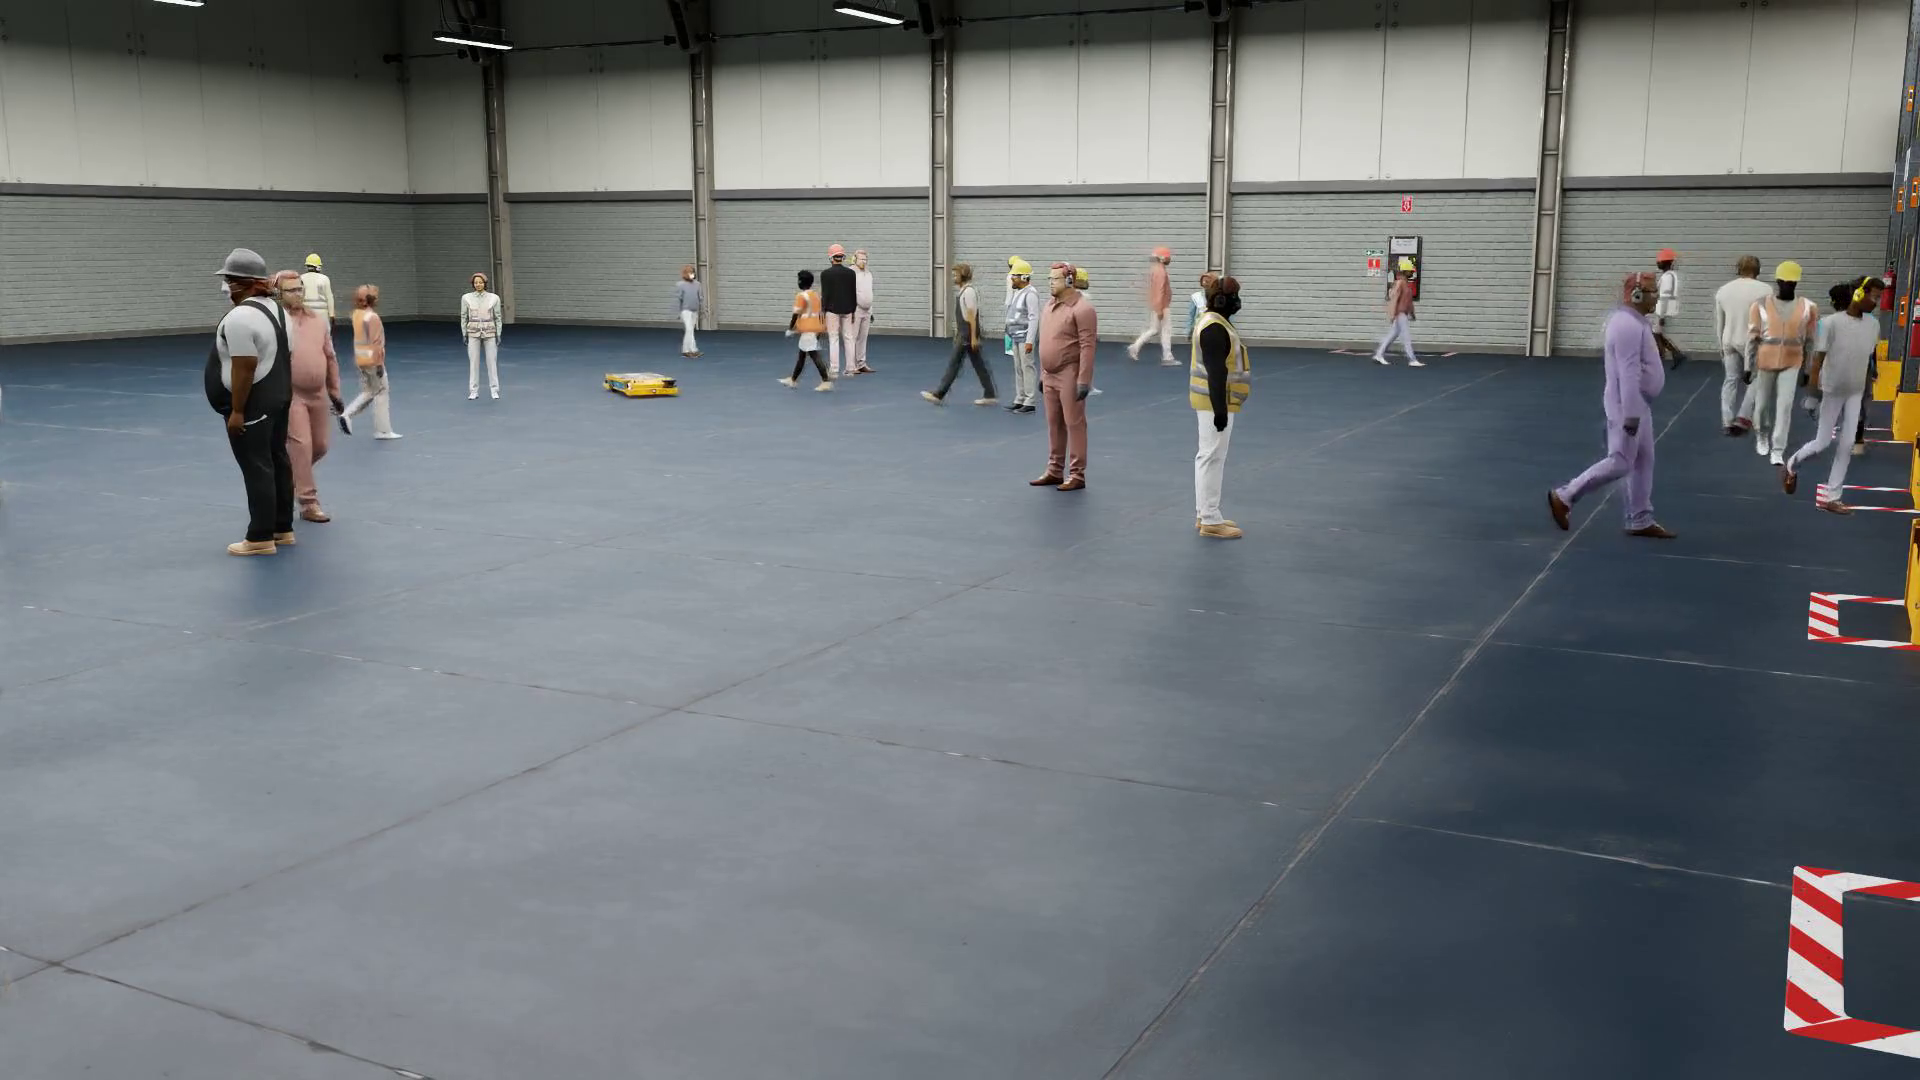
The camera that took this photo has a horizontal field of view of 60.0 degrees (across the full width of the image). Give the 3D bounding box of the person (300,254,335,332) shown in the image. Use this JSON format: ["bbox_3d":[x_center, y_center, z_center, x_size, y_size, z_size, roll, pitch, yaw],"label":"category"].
[{"bbox_3d":[-10.102,-3.564,26.130,0.589,1.834,0.403,1,10,5],"label":"person"}]

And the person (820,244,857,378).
[{"bbox_3d":[-1.839,-3.442,25.026,0.617,1.993,0.396,-7,13,-34],"label":"person"}]

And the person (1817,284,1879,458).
[{"bbox_3d":[8.562,-1.628,16.028,0.524,1.652,0.596,-2,11,-8],"label":"person"}]

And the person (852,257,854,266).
[{"bbox_3d":[-2.038,-4.746,32.825,0.527,1.747,0.616,-2,11,-9],"label":"person"}]

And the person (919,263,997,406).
[{"bbox_3d":[0.002,-2.550,20.734,1.006,1.777,0.552,0,10,-3],"label":"person"}]

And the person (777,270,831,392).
[{"bbox_3d":[-2.118,-2.851,22.728,0.894,1.644,0.550,4,11,19],"label":"person"}]

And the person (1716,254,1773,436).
[{"bbox_3d":[8.336,-2.061,17.666,0.493,1.926,0.641,-7,12,-32],"label":"person"}]

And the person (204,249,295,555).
[{"bbox_3d":[-4.783,-0.927,11.187,0.538,2.000,0.686,0,10,1],"label":"person"}]

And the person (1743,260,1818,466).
[{"bbox_3d":[7.725,-1.683,15.689,0.592,1.898,0.881,5,11,23],"label":"person"}]

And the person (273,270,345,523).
[{"bbox_3d":[-5.012,-1.093,12.534,0.779,1.880,0.652,6,12,30],"label":"person"}]

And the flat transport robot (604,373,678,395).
[{"bbox_3d":[-4.340,-2.123,22.540,0.652,0.197,1.431,-5,11,-25],"label":"flat transport robot"}]

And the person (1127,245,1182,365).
[{"bbox_3d":[3.216,-3.845,27.299,0.823,1.972,0.622,-1,10,-3],"label":"person"}]

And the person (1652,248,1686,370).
[{"bbox_3d":[10.827,-3.498,25.510,0.522,1.927,0.561,6,12,29],"label":"person"}]

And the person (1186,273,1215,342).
[{"bbox_3d":[3.331,-2.803,22.575,0.536,1.613,0.689,4,11,21],"label":"person"}]

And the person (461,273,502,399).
[{"bbox_3d":[-6.234,-2.652,21.687,0.514,1.641,0.309,-2,11,-12],"label":"person"}]

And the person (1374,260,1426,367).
[{"bbox_3d":[7.191,-3.701,27.176,0.898,1.725,0.550,7,12,33],"label":"person"}]

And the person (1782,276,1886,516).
[{"bbox_3d":[6.794,-1.136,12.927,0.559,1.829,0.752,-1,10,-7],"label":"person"}]

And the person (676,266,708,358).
[{"bbox_3d":[-4.621,-3.939,28.833,0.840,1.593,0.507,10,14,44],"label":"person"}]

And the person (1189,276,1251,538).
[{"bbox_3d":[1.847,-0.947,11.839,0.429,1.845,0.621,1,10,5],"label":"person"}]

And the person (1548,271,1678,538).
[{"bbox_3d":[4.658,-0.946,11.723,0.795,1.885,0.650,5,12,26],"label":"person"}]

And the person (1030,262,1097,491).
[{"bbox_3d":[0.858,-1.370,13.967,0.401,1.910,0.641,-6,12,-31],"label":"person"}]

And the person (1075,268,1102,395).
[{"bbox_3d":[1.526,-2.737,21.973,0.893,1.702,0.480,-7,12,-32],"label":"person"}]

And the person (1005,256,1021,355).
[{"bbox_3d":[0.968,-4.174,29.642,0.321,1.767,0.533,2,11,10],"label":"person"}]

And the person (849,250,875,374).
[{"bbox_3d":[-1.544,-3.523,25.726,0.404,1.903,0.636,7,13,34],"label":"person"}]

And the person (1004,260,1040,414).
[{"bbox_3d":[0.744,-2.424,19.917,0.404,1.834,0.591,-3,11,-17],"label":"person"}]

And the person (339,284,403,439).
[{"bbox_3d":[-6.167,-1.840,17.301,0.532,1.624,0.534,-10,15,-44],"label":"person"}]
